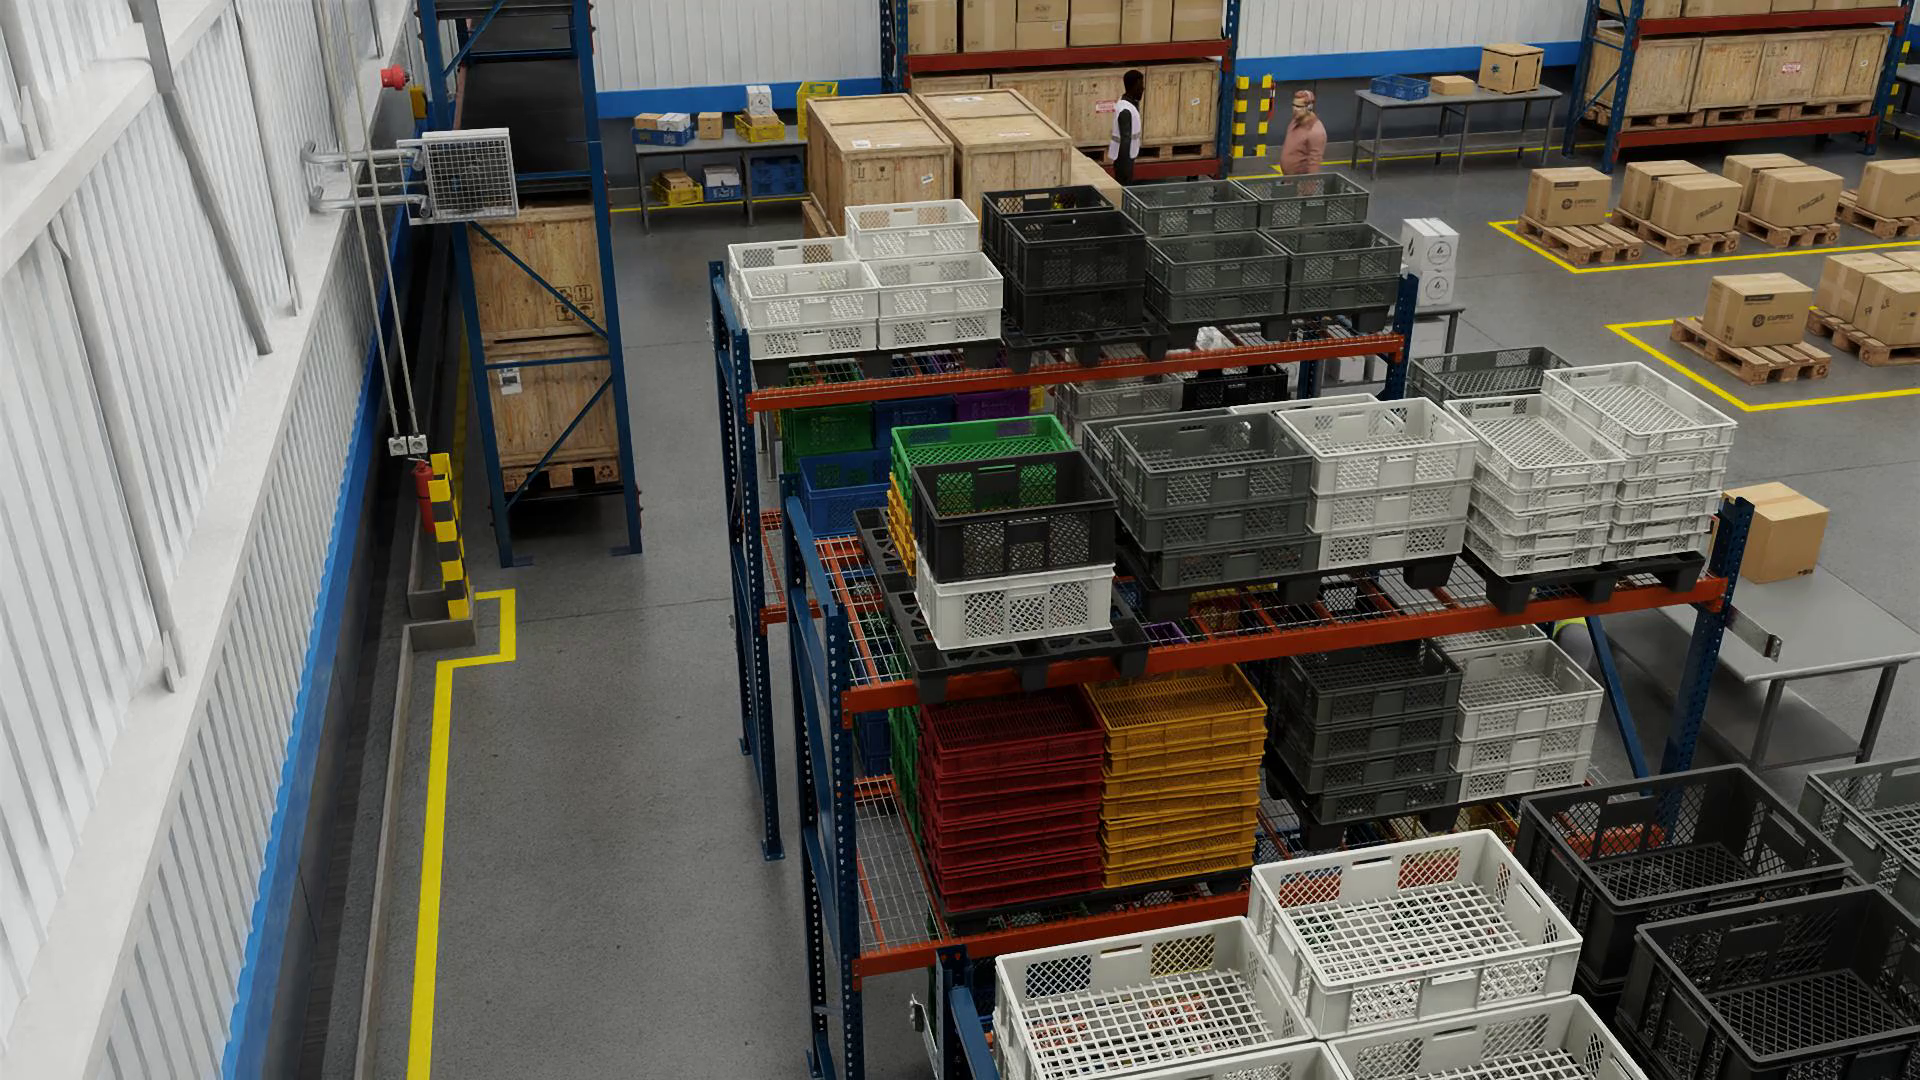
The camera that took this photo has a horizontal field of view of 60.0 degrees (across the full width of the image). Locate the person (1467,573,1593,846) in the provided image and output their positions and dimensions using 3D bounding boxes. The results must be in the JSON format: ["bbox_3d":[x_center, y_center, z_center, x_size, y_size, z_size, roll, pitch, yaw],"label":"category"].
[{"bbox_3d":[3.038,0.813,8.809,0.429,1.839,0.623,-1,28,-2],"label":"person"}]

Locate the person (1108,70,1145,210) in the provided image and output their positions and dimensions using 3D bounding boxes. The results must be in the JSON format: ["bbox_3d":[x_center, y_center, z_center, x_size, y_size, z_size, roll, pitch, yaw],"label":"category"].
[{"bbox_3d":[1.798,-4.165,18.167,0.370,1.916,0.597,3,28,6],"label":"person"}]

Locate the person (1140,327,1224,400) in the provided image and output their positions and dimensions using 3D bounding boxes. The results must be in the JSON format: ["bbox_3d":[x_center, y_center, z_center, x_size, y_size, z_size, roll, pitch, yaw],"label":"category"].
[{"bbox_3d":[1.668,-0.966,12.182,0.733,1.854,0.341,2,28,3],"label":"person"}]

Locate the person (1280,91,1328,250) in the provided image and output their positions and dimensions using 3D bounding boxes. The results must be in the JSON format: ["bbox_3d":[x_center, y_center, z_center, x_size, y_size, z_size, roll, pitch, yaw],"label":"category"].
[{"bbox_3d":[3.535,-3.743,17.393,0.401,1.900,0.651,-5,28,-10],"label":"person"}]

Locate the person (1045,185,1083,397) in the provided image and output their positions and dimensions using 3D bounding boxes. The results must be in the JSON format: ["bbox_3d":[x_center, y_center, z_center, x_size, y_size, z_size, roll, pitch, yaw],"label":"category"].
[{"bbox_3d":[0.898,-2.139,14.385,0.311,1.858,0.533,19,33,31],"label":"person"}]
